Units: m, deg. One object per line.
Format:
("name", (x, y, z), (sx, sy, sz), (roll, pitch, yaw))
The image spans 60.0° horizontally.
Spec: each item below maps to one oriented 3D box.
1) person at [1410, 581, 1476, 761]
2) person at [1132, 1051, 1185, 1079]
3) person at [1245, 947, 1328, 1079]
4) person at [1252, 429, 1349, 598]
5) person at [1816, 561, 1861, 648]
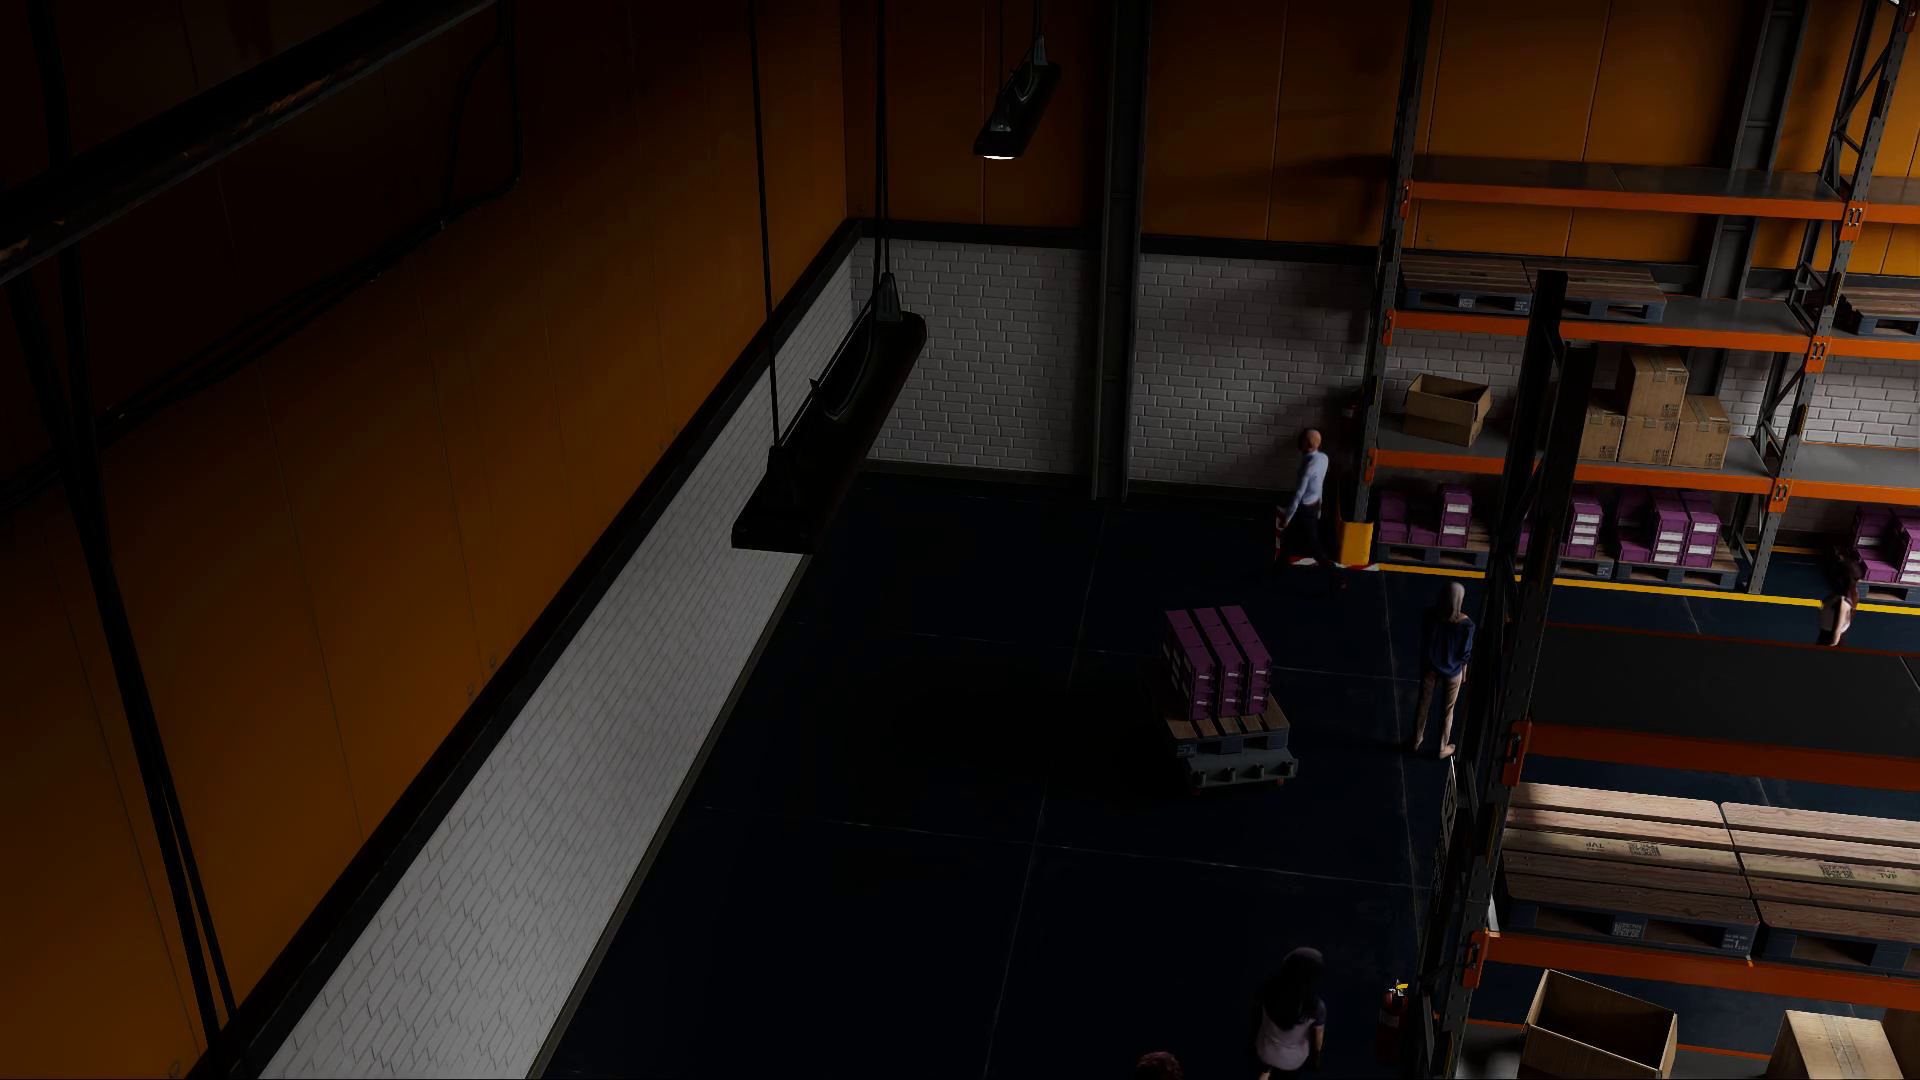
("person", (4.117, 1.101, 14.213), (0.631, 1.700, 0.751), (17, 33, 29))
("person", (1.007, 3.660, 9.543), (0.866, 1.678, 0.808), (9, 30, 17))
("person", (1.968, 3.235, 10.321), (0.648, 1.681, 0.745), (11, 30, 19))
("person", (3.533, -0.235, 16.599), (1.292, 1.760, 0.865), (12, 31, 20))
("person", (7.651, 0.919, 14.604), (0.602, 1.645, 0.604), (14, 32, 24))
